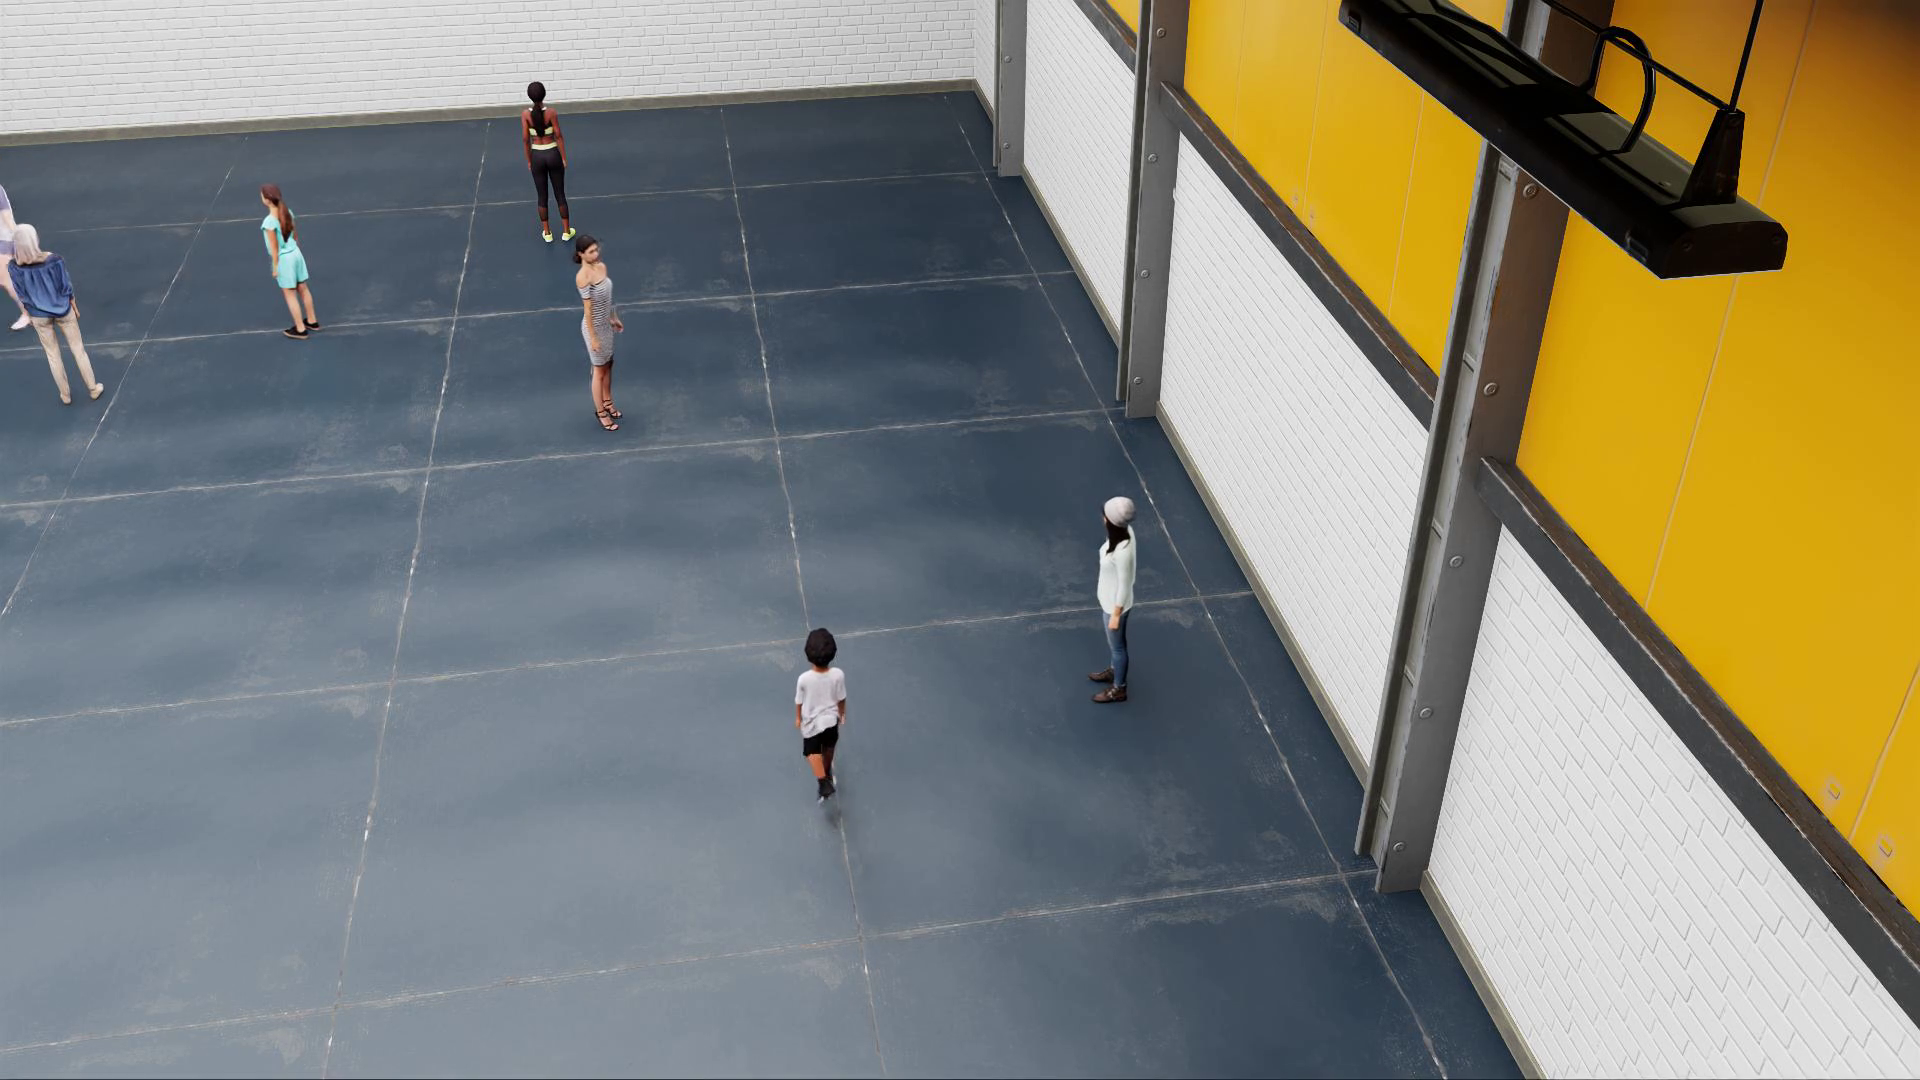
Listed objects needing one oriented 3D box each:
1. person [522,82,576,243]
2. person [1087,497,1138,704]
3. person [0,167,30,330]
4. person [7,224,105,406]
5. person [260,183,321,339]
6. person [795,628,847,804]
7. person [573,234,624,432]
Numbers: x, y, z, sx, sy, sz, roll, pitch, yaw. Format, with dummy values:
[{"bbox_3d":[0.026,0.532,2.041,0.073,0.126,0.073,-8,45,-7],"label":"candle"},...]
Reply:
[{"bbox_3d":[-4.479,-4.090,17.999,0.563,1.754,0.492,-5,34,-8],"label":"person"},{"bbox_3d":[1.070,0.392,11.351,0.672,1.649,0.508,1,34,2],"label":"person"},{"bbox_3d":[-9.249,-2.964,16.309,0.819,1.749,0.763,-29,43,-36],"label":"person"},{"bbox_3d":[-8.165,-2.033,14.955,0.667,1.698,0.641,-14,36,-20],"label":"person"},{"bbox_3d":[-6.518,-2.716,16.109,0.702,1.558,0.617,12,35,17],"label":"person"},{"bbox_3d":[-0.879,1.137,10.589,0.578,1.252,0.772,-13,36,-18],"label":"person"},{"bbox_3d":[-3.165,-1.836,14.545,0.750,1.823,0.604,5,34,8],"label":"person"}]
